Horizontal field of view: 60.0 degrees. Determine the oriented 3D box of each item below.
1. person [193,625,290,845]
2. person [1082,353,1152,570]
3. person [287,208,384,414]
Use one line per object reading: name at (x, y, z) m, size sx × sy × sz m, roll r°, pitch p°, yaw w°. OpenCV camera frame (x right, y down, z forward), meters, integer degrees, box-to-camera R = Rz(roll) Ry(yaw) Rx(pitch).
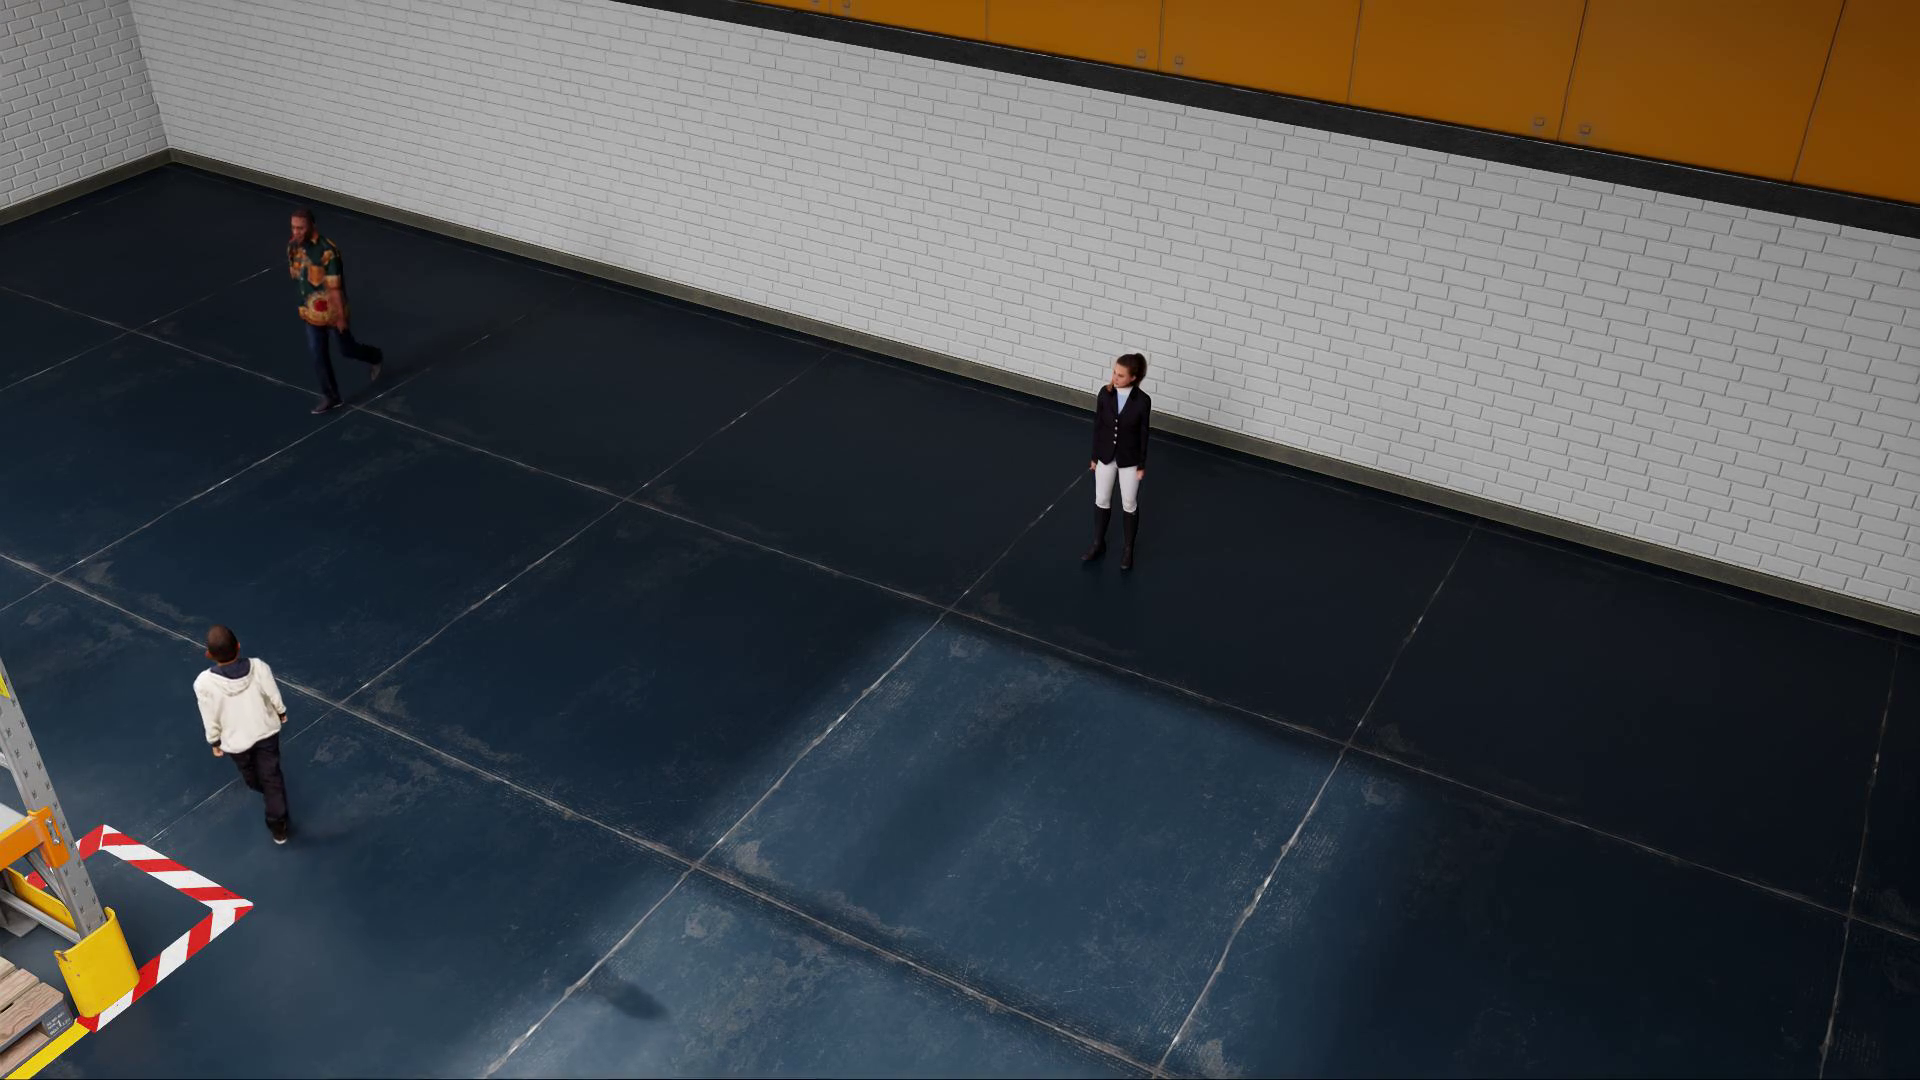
person at (-4.168, 1.172, 9.764) m, size 0.983 × 1.422 × 0.991 m, roll -13°, pitch 36°, yaw -19°
person at (1.166, -0.571, 12.110) m, size 0.597 × 1.729 × 0.567 m, roll 13°, pitch 36°, yaw 18°
person at (-5.362, -2.007, 14.217) m, size 0.748 × 1.787 × 1.115 m, roll 14°, pitch 36°, yaw 20°
